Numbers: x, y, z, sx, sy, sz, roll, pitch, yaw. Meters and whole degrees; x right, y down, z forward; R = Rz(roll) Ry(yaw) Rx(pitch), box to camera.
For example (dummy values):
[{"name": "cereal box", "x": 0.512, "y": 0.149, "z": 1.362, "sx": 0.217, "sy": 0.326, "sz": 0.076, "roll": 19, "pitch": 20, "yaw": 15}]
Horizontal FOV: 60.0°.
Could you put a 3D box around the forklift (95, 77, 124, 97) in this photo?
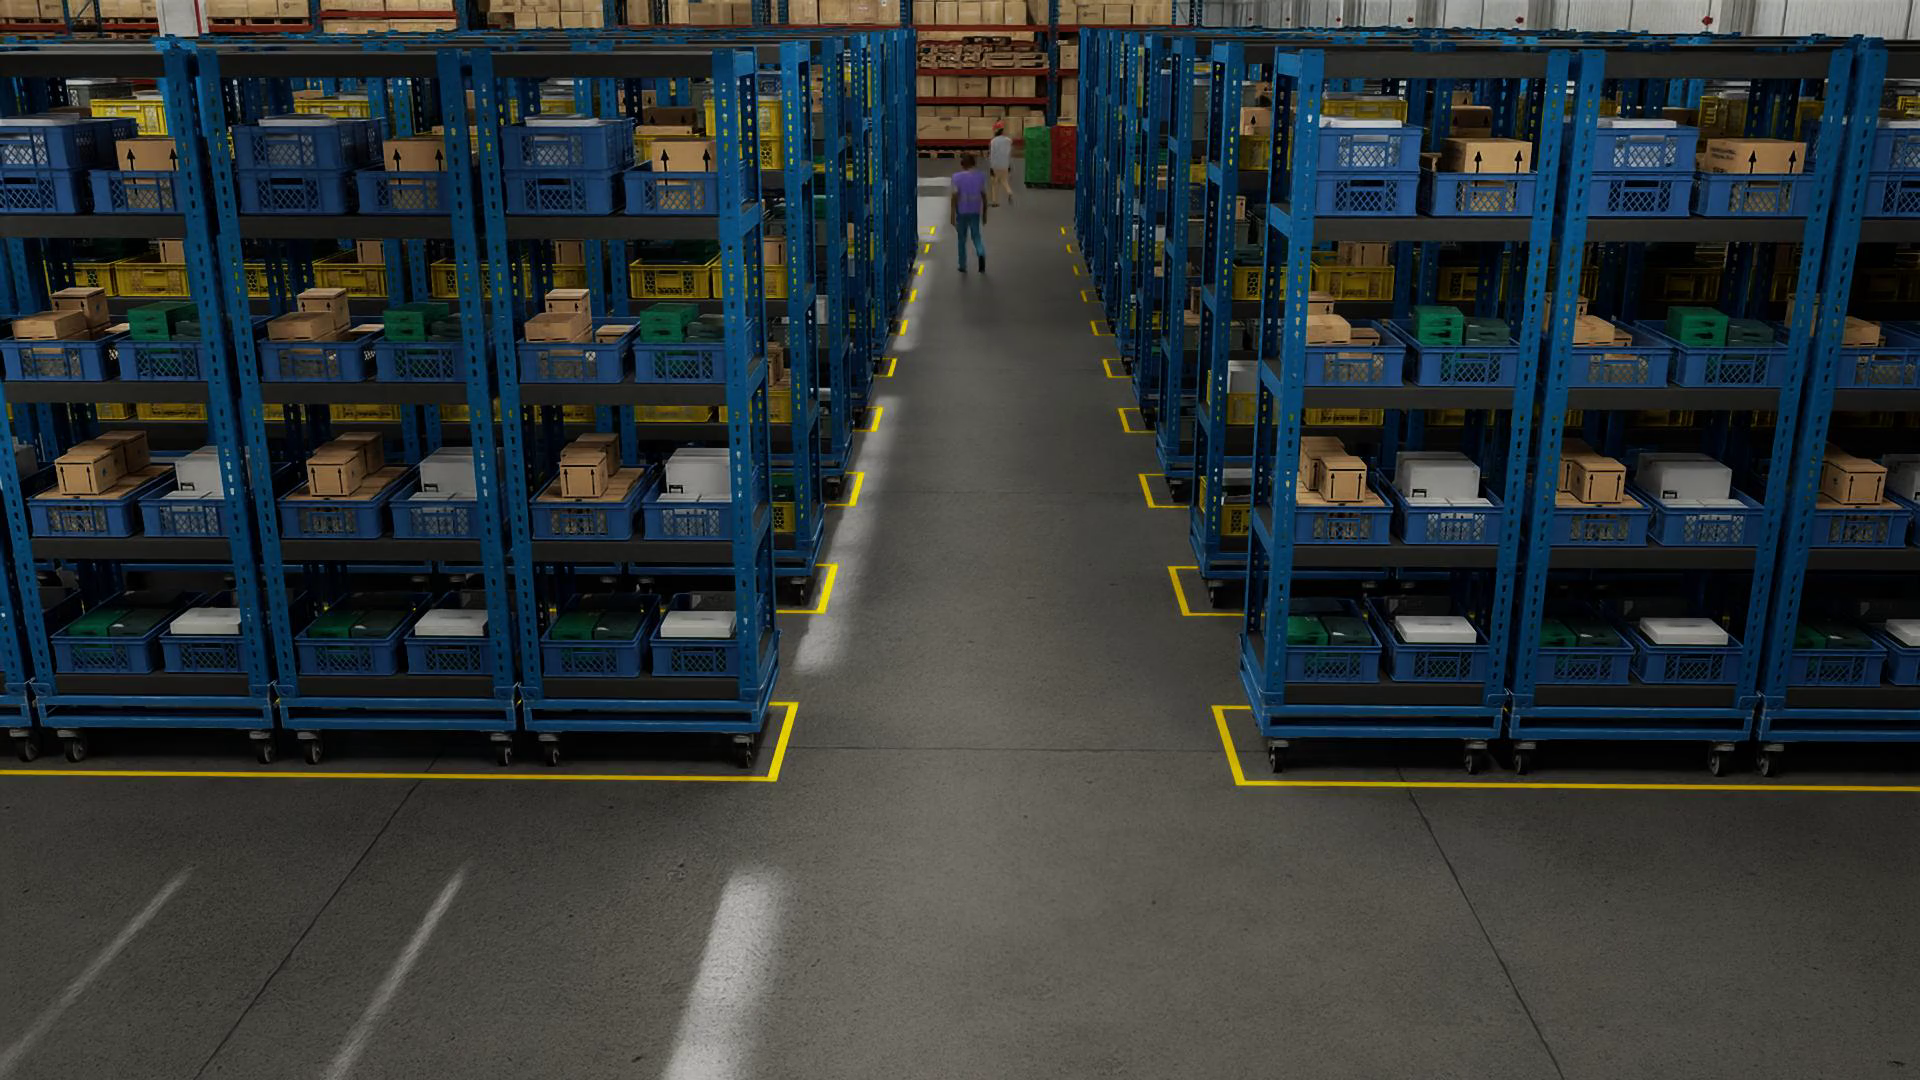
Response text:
[{"name": "forklift", "x": -21.940, "y": -11.148, "z": 43.168, "sx": 1.873, "sy": 2.768, "sz": 1.129, "roll": 0, "pitch": 17, "yaw": 1}]

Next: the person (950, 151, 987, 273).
[{"name": "person", "x": 0.147, "y": -4.923, "z": 25.060, "sx": 0.576, "sy": 1.830, "sz": 0.603, "roll": -6, "pitch": 18, "yaw": -18}]

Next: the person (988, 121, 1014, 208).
[{"name": "person", "x": 0.836, "y": -7.628, "z": 33.821, "sx": 0.573, "sy": 1.734, "sz": 0.501, "roll": -12, "pitch": 21, "yaw": -32}]
